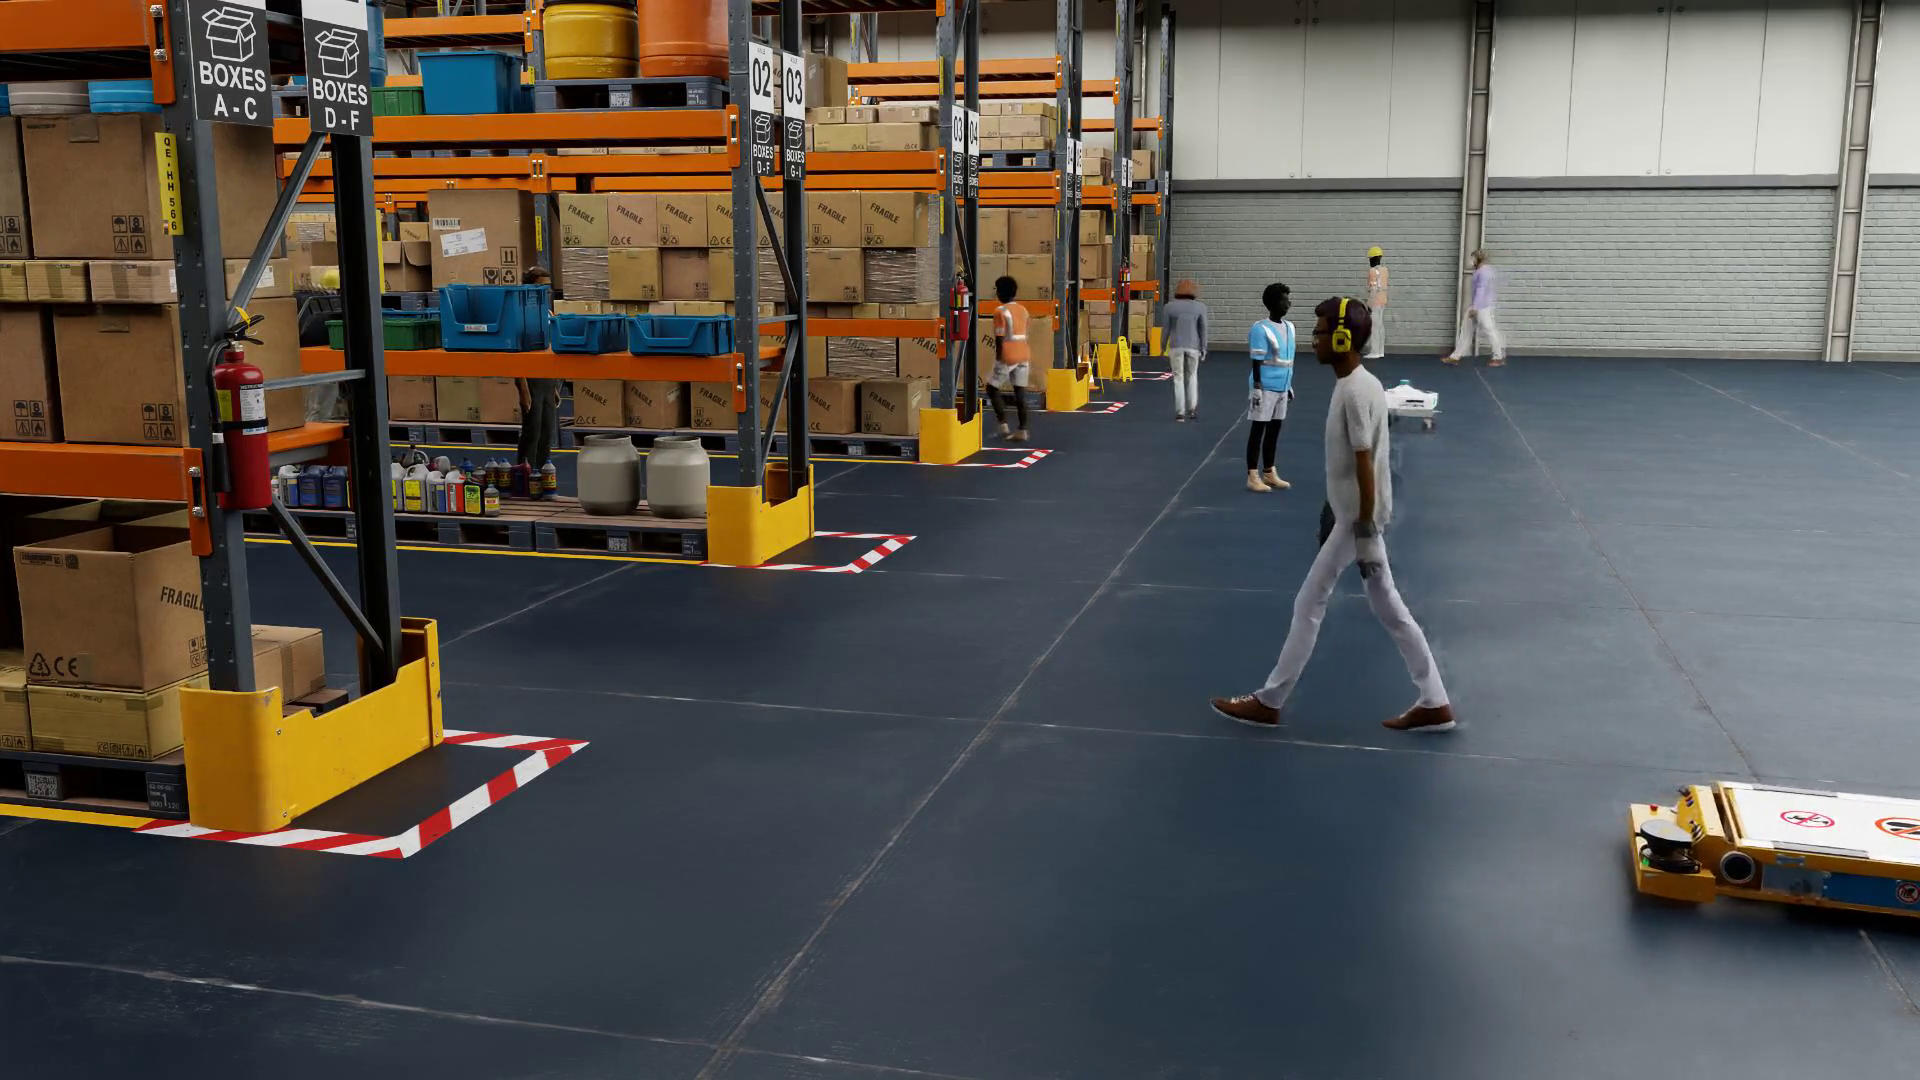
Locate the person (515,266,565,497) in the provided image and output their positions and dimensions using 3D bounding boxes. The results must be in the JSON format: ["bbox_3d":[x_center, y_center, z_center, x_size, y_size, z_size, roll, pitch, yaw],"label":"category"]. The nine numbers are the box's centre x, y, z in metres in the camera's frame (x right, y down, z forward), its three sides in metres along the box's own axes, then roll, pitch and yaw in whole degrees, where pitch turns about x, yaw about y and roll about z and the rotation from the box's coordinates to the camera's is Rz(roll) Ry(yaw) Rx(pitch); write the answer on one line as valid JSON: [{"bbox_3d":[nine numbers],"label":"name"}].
[{"bbox_3d":[-3.207,-1.150,12.651,0.327,1.843,0.514,3,11,14],"label":"person"}]

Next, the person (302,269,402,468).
[{"bbox_3d":[-5.555,-1.520,14.876,0.946,1.780,0.622,-1,10,-6],"label":"person"}]

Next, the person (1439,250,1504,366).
[{"bbox_3d":[8.394,-3.752,26.969,1.021,1.892,0.645,0,10,0],"label":"person"}]

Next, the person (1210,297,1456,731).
[{"bbox_3d":[1.610,-0.090,6.876,1.009,1.814,0.541,3,11,18],"label":"person"}]

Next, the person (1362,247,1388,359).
[{"bbox_3d":[7.158,-4.087,28.706,0.381,1.922,0.593,7,13,36],"label":"person"}]

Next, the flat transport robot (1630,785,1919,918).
[{"bbox_3d":[2.875,0.985,5.183,1.431,0.197,0.652,4,11,19],"label":"flat transport robot"}]

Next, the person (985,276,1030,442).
[{"bbox_3d":[0.499,-1.819,16.814,0.482,1.678,0.549,9,14,41],"label":"person"}]

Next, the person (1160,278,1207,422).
[{"bbox_3d":[2.528,-2.163,18.896,0.512,1.609,0.636,0,10,-2],"label":"person"}]

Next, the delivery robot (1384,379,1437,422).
[{"bbox_3d":[4.727,-1.469,17.736,0.707,0.478,0.477,3,11,16],"label":"delivery robot"}]

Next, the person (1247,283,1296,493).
[{"bbox_3d":[2.541,-1.240,13.556,0.322,1.696,0.536,10,14,44],"label":"person"}]
